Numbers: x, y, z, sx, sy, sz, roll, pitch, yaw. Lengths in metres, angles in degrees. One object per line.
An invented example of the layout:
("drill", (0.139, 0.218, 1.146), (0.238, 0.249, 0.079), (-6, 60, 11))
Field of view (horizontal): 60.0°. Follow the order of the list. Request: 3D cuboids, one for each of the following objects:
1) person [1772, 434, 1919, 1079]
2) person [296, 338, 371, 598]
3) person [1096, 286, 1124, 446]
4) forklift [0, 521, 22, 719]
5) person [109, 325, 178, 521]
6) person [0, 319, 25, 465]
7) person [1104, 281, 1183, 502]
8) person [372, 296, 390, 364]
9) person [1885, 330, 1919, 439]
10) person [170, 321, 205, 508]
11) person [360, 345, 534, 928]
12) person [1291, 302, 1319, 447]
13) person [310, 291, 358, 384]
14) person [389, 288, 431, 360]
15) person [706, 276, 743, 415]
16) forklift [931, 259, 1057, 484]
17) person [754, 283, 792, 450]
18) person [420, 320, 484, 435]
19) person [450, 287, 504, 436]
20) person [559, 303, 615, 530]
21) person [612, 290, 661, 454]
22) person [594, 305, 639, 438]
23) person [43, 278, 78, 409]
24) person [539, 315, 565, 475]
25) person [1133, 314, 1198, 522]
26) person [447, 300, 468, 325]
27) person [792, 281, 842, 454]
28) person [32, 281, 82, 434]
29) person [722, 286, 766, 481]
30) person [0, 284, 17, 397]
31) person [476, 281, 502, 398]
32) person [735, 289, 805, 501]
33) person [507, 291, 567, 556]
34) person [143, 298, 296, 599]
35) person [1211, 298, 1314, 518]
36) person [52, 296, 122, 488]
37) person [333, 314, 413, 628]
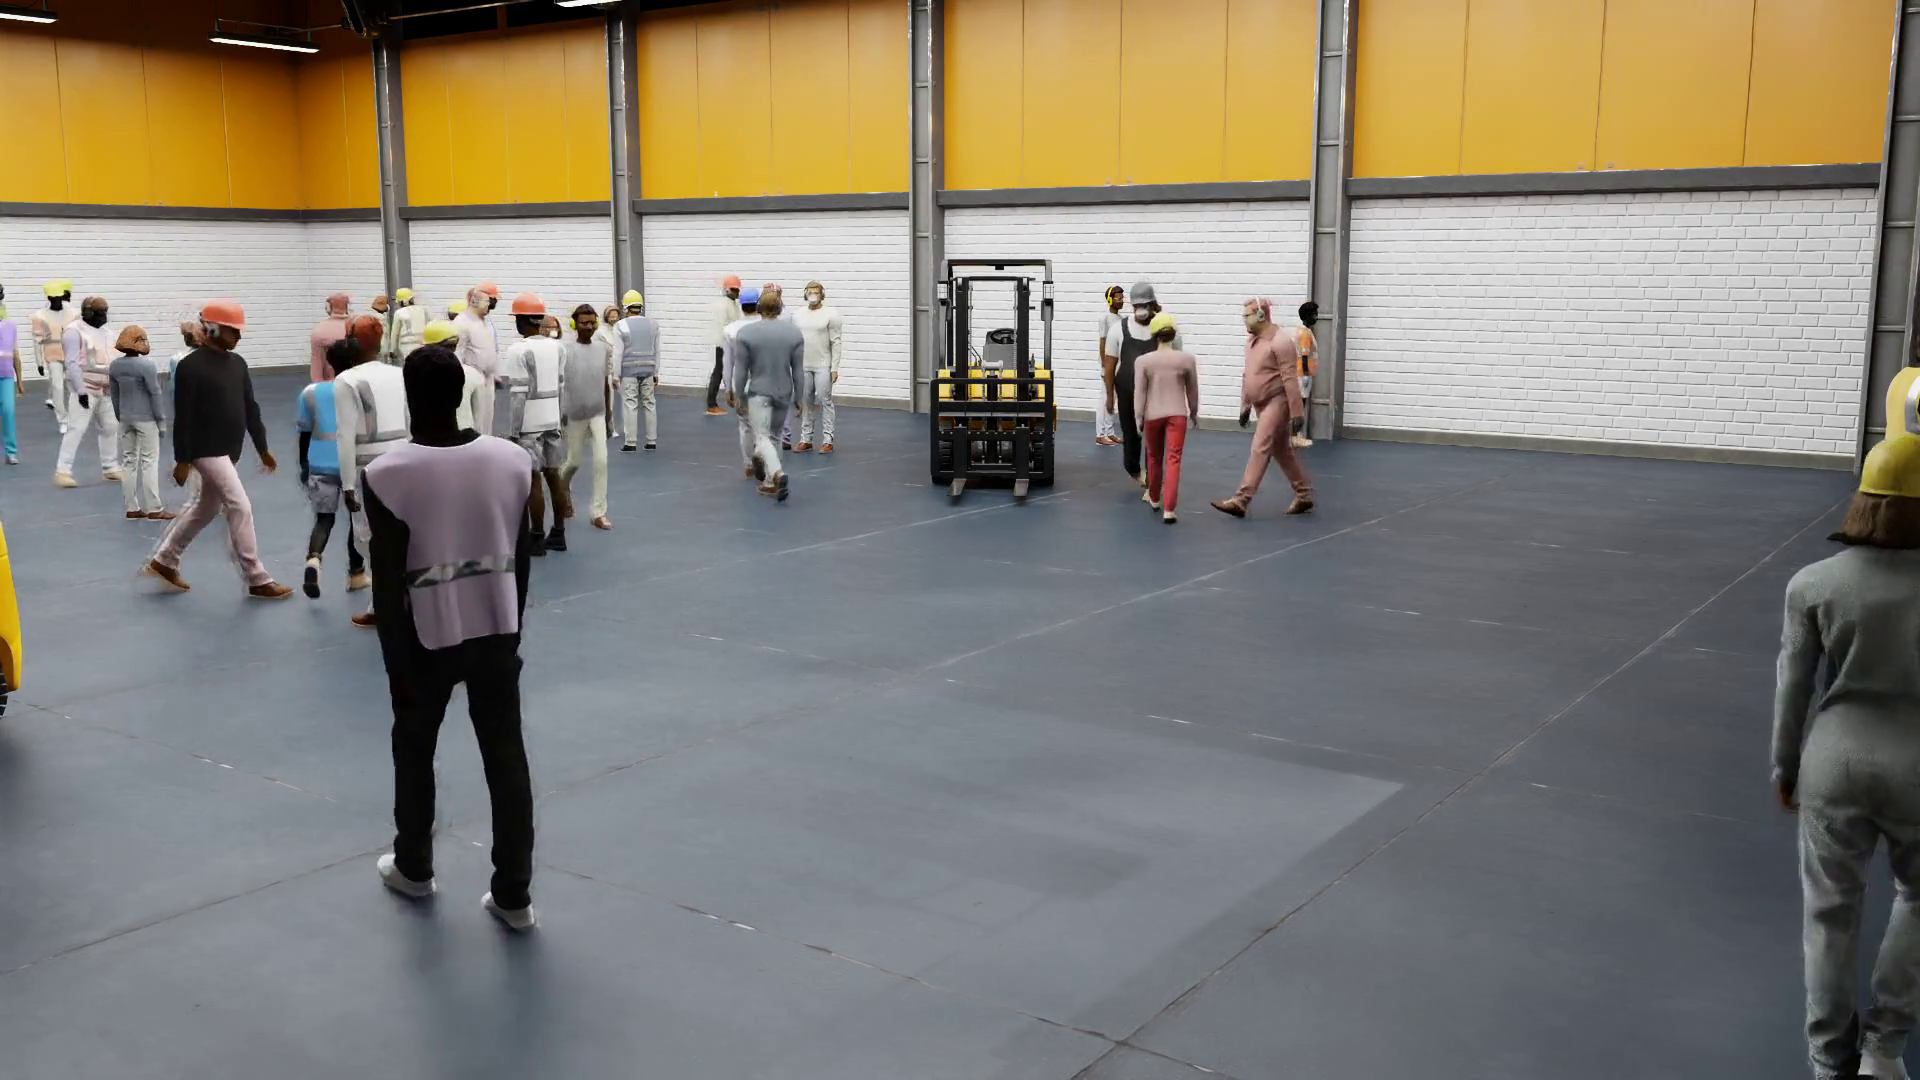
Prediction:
("person", (2.329, 0.595, 4.217), (0.509, 1.727, 0.374), (7, 12, 35))
("person", (-3.980, -0.442, 10.621), (0.571, 1.653, 0.734), (0, 10, -2))
("person", (1.798, -2.049, 19.572), (0.333, 1.873, 0.520), (6, 11, 32))
("forklift", (-5.296, -0.090, 6.943), (1.214, 2.155, 2.313), (7, 12, 35))
("person", (-6.820, -0.968, 13.838), (0.500, 1.633, 0.285), (3, 10, 19))
("person", (-10.340, -1.719, 17.763), (0.573, 1.827, 0.692), (-8, 13, -41))
("person", (1.676, -1.400, 15.203), (0.709, 2.000, 0.900), (2, 10, 9))
("person", (-8.823, -2.913, 25.424), (0.265, 1.631, 0.507), (-5, 11, -26))
("person", (5.308, -0.281, 9.137), (0.429, 1.842, 0.626), (2, 10, 9))
("person", (-6.625, -1.090, 14.540), (0.309, 1.643, 0.514), (7, 12, 37))
("person", (-1.704, 0.305, 5.520), (0.608, 1.886, 0.886), (-8, 12, -40))
("person", (4.014, -1.927, 19.384), (0.318, 1.691, 0.532), (1, 10, 9))
("person", (-5.885, -1.440, 15.942), (0.648, 1.878, 0.547), (-9, 13, -42))
("person", (-8.087, -2.833, 24.584), (0.931, 1.769, 0.592), (6, 11, 34))
("person", (-3.137, -2.702, 23.227), (0.990, 1.941, 0.646), (3, 10, 17))
("forklift", (0.370, -1.738, 16.759), (1.214, 2.155, 2.313), (1, 10, 3))
("person", (-2.140, -1.977, 19.032), (0.407, 1.910, 0.640), (-5, 11, -29))
("person", (-3.543, -0.645, 11.539), (0.394, 1.749, 0.541), (5, 11, 28))
("person", (-5.068, -1.709, 17.495), (0.488, 1.890, 0.681), (2, 10, 15))
("person", (-3.101, -1.018, 13.570), (0.537, 1.838, 0.864), (-7, 12, -35))
("person", (-3.650, -1.885, 18.704), (0.588, 1.834, 0.403), (-8, 12, -38))
("person", (-4.170, -2.039, 20.243), (0.531, 1.615, 0.635), (-7, 12, -37))
("person", (-13.143, -2.863, 24.375), (0.627, 1.945, 0.582), (2, 10, 13))
("person", (-4.050, -1.434, 16.641), (0.655, 1.608, 0.535), (7, 12, 34))
("person", (1.727, -1.031, 13.985), (0.536, 1.708, 0.944), (1, 10, 7))
("person", (-5.452, -1.721, 17.981), (0.398, 1.740, 0.546), (5, 11, 28))
("person", (-1.625, -1.935, 18.693), (0.630, 1.939, 0.370), (4, 10, 23))
("person", (-11.249, -2.282, 20.832), (0.619, 1.909, 0.418), (-9, 13, -43))
("person", (-2.014, -1.510, 16.209), (0.620, 1.923, 0.750), (0, 10, 2))
("person", (-15.151, -3.155, 26.296), (0.622, 1.818, 0.648), (-2, 10, -10))
("person", (-5.281, -1.920, 18.606), (0.372, 1.935, 0.551), (-5, 11, -25))
("person", (-1.691, -1.297, 14.978), (0.636, 1.916, 0.880), (-4, 10, -24))
("person", (-3.129, -0.848, 12.220), (0.358, 1.938, 0.542), (5, 11, 26))
("person", (-4.821, -0.578, 10.639), (1.020, 1.943, 0.619), (1, 10, 6))
("person", (2.599, -1.103, 14.019), (1.018, 1.851, 0.681), (-2, 10, -14))
("person", (-8.383, -1.431, 16.042), (0.472, 1.831, 0.751), (2, 10, 12))
("person", (-3.284, -0.365, 9.585), (0.690, 1.863, 0.586), (4, 10, 23))
